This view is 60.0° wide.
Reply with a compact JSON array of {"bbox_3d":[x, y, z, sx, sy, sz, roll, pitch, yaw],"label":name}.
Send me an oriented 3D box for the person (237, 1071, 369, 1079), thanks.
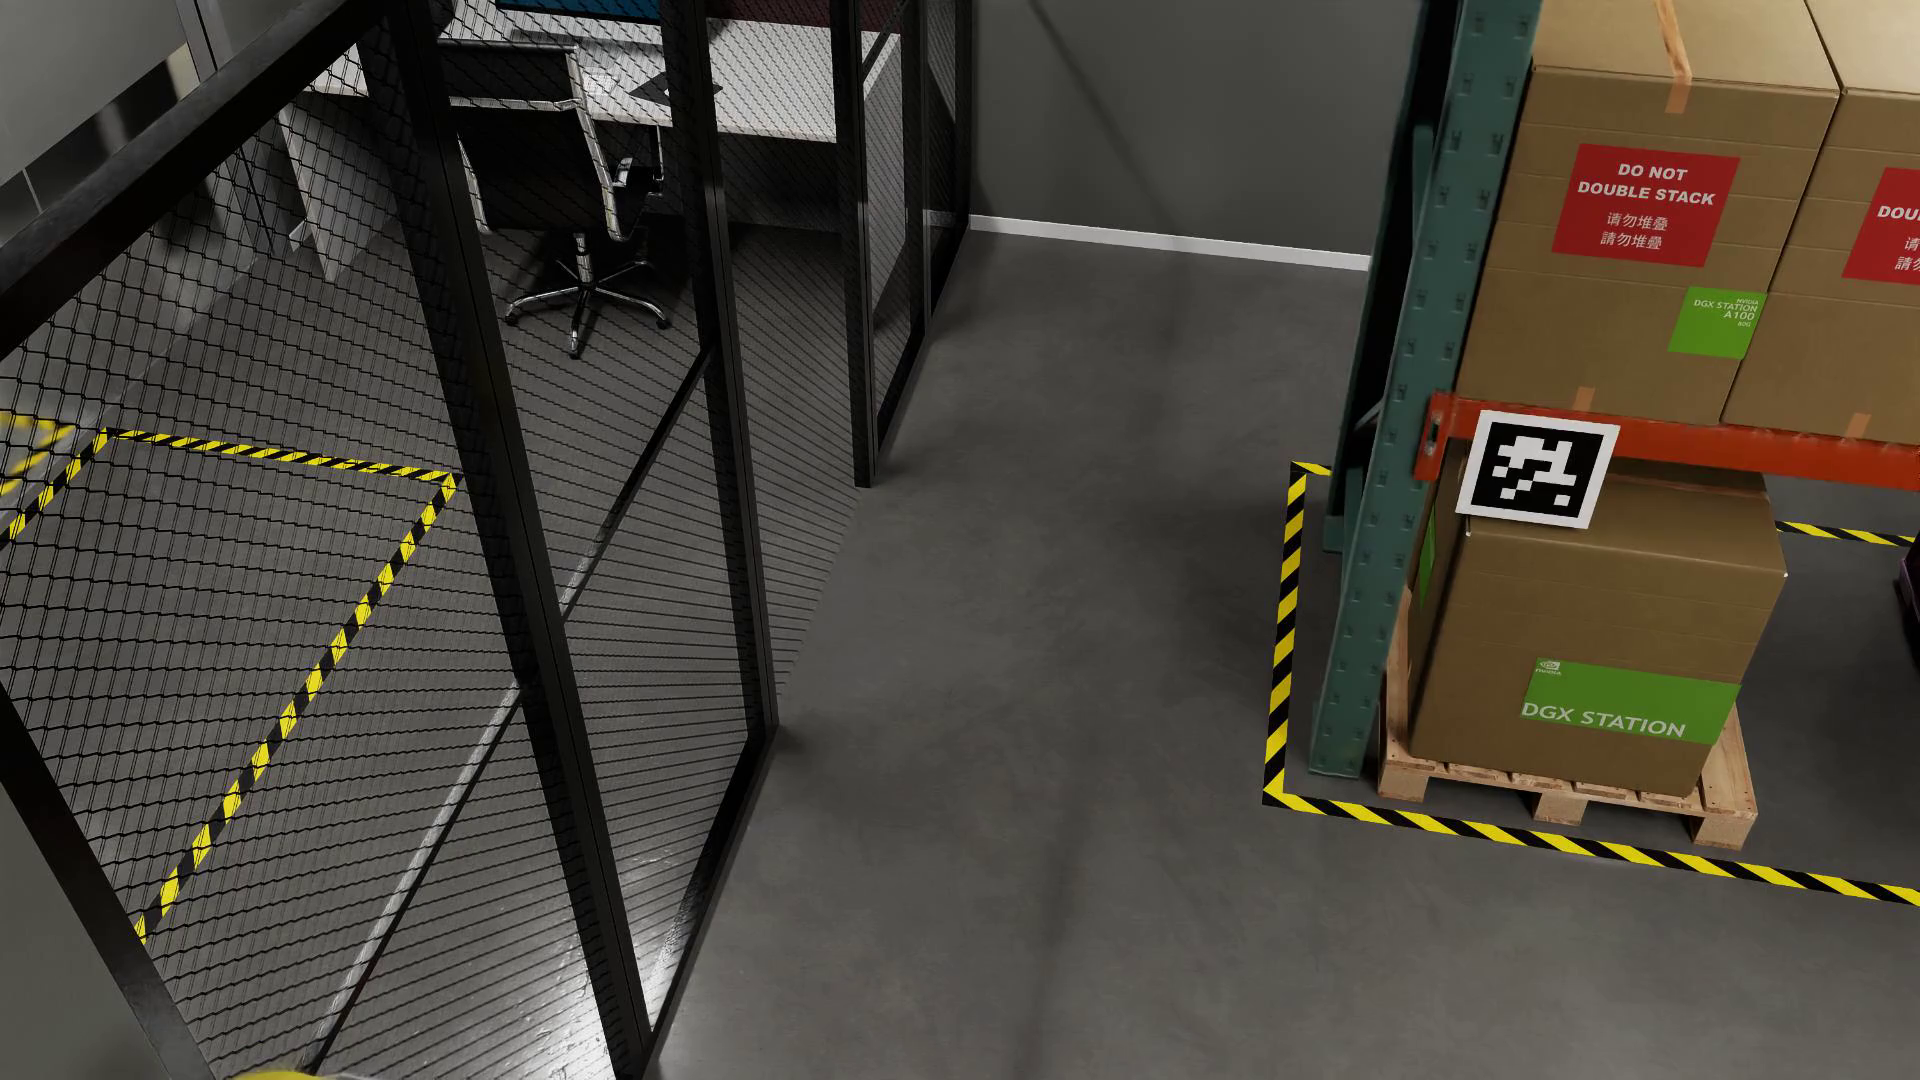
[{"bbox_3d":[-0.678,1.232,2.159,0.599,1.830,0.404,13,43,14],"label":"person"}]
